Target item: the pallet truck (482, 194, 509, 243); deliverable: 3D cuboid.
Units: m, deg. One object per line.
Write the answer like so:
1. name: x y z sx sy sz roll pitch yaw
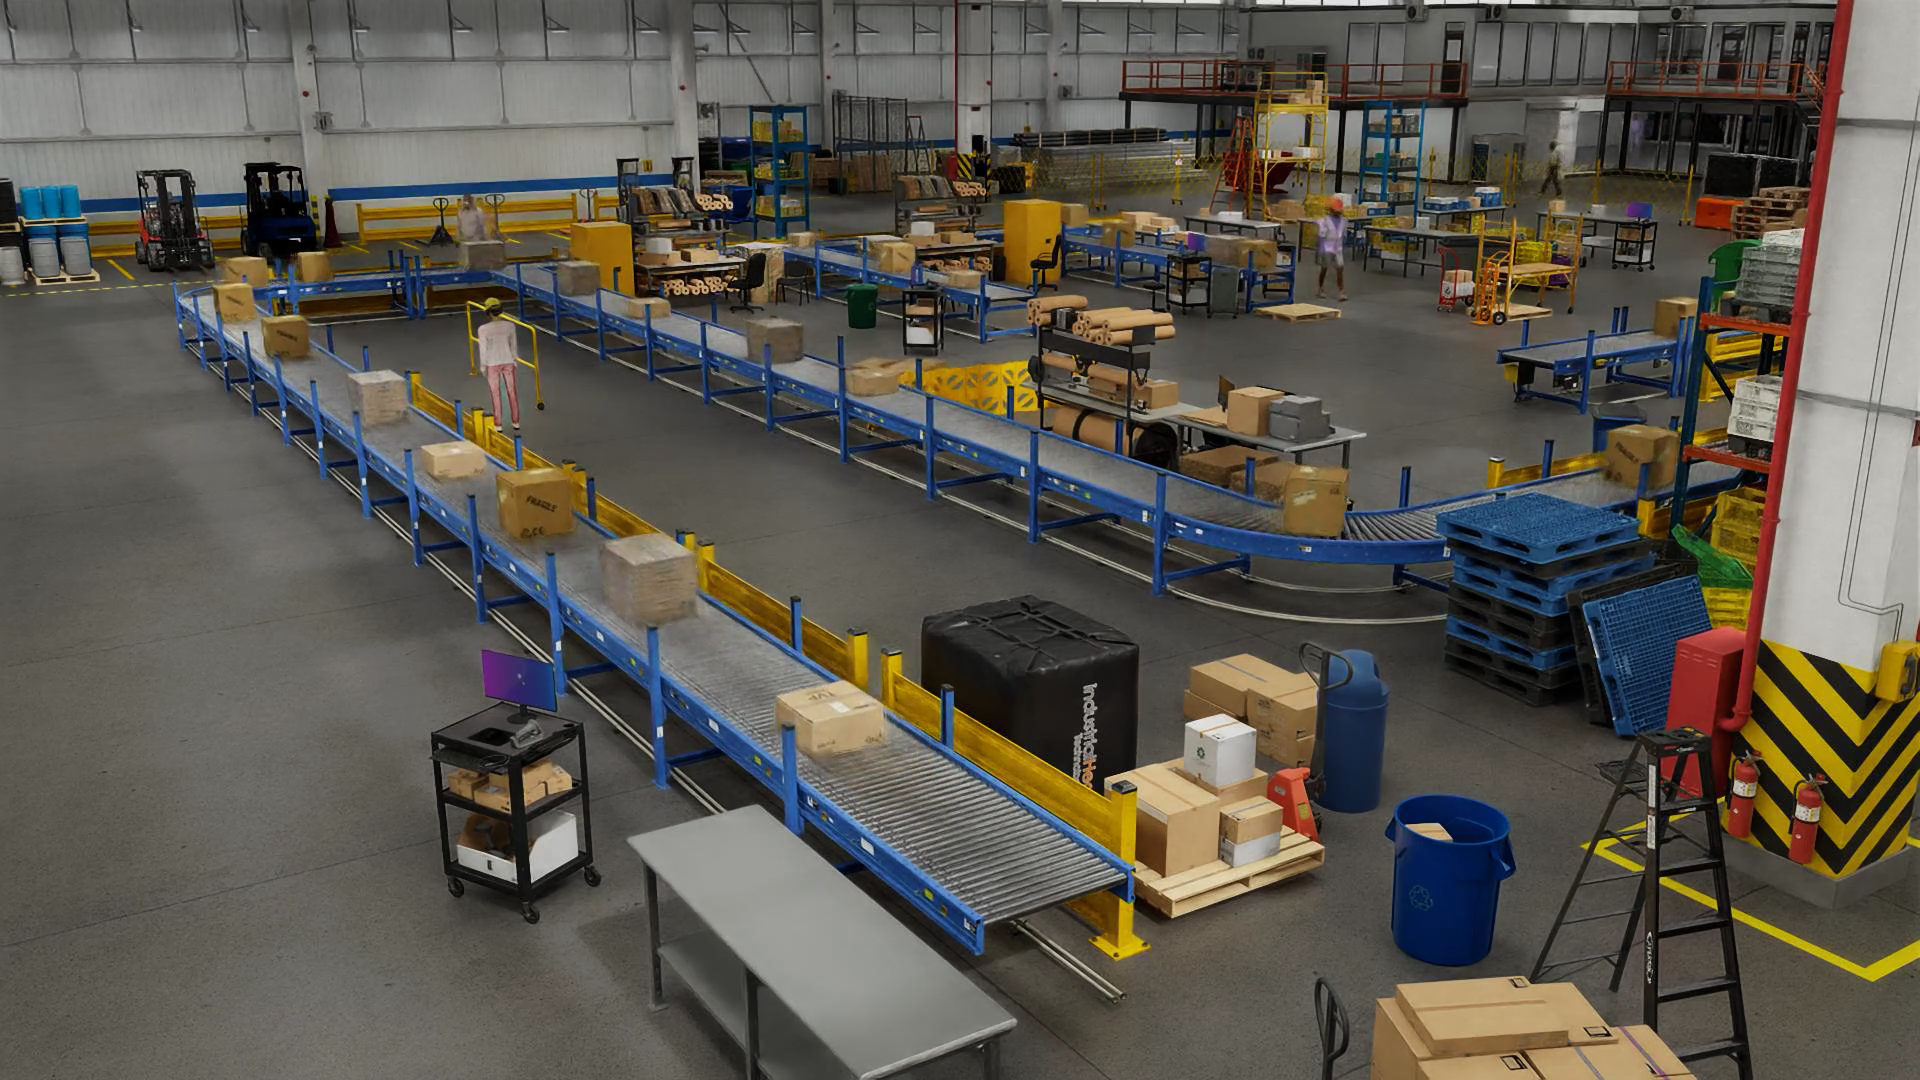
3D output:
1. pallet truck: -11.983 -8.177 42.137 0.704 1.261 1.522 -11 20 -33

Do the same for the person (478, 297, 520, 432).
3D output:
1. person: -6.028 -2.288 21.742 0.522 1.761 0.321 -13 21 -37

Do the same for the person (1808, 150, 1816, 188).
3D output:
1. person: 27.191 -11.690 52.672 0.610 1.965 0.364 11 20 33

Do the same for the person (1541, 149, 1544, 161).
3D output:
1. person: 21.829 -14.482 62.510 0.497 1.636 0.286 10 19 30

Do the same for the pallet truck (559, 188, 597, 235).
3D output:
1. pallet truck: -10.010 -8.652 43.699 0.653 1.274 1.630 -10 20 -31

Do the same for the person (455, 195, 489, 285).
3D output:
1. person: -10.321 -6.332 35.046 0.667 1.850 1.007 7 18 23

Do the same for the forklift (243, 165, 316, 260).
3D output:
1. forklift: -15.898 -7.669 38.708 1.157 1.987 2.680 -11 20 -33

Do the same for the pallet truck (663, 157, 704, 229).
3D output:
1. pallet truck: -7.586 -9.308 44.692 0.823 1.965 1.885 -11 20 -33

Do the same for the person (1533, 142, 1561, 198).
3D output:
1. person: 19.229 -12.055 54.185 0.965 1.788 0.529 8 19 25

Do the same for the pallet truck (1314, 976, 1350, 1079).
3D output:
1. pallet truck: 2.299 2.390 7.086 1.601 1.201 0.680 -2 17 -7

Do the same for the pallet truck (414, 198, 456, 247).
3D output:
1. pallet truck: -13.250 -8.060 41.856 0.680 1.201 1.601 -10 20 -31

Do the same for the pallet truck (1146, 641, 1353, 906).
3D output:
1. pallet truck: 1.664 1.407 10.232 1.630 1.274 0.653 -10 20 -31

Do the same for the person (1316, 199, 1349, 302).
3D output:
1. person: 7.343 -5.695 32.702 0.614 1.988 1.073 -3 17 -10

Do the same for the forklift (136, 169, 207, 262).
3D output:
1. forklift: -17.842 -7.318 37.559 1.157 1.987 2.680 -10 20 -31

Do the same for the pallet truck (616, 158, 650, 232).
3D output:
1. pallet truck: -8.918 -9.176 44.255 0.823 1.965 1.885 -9 19 -27
